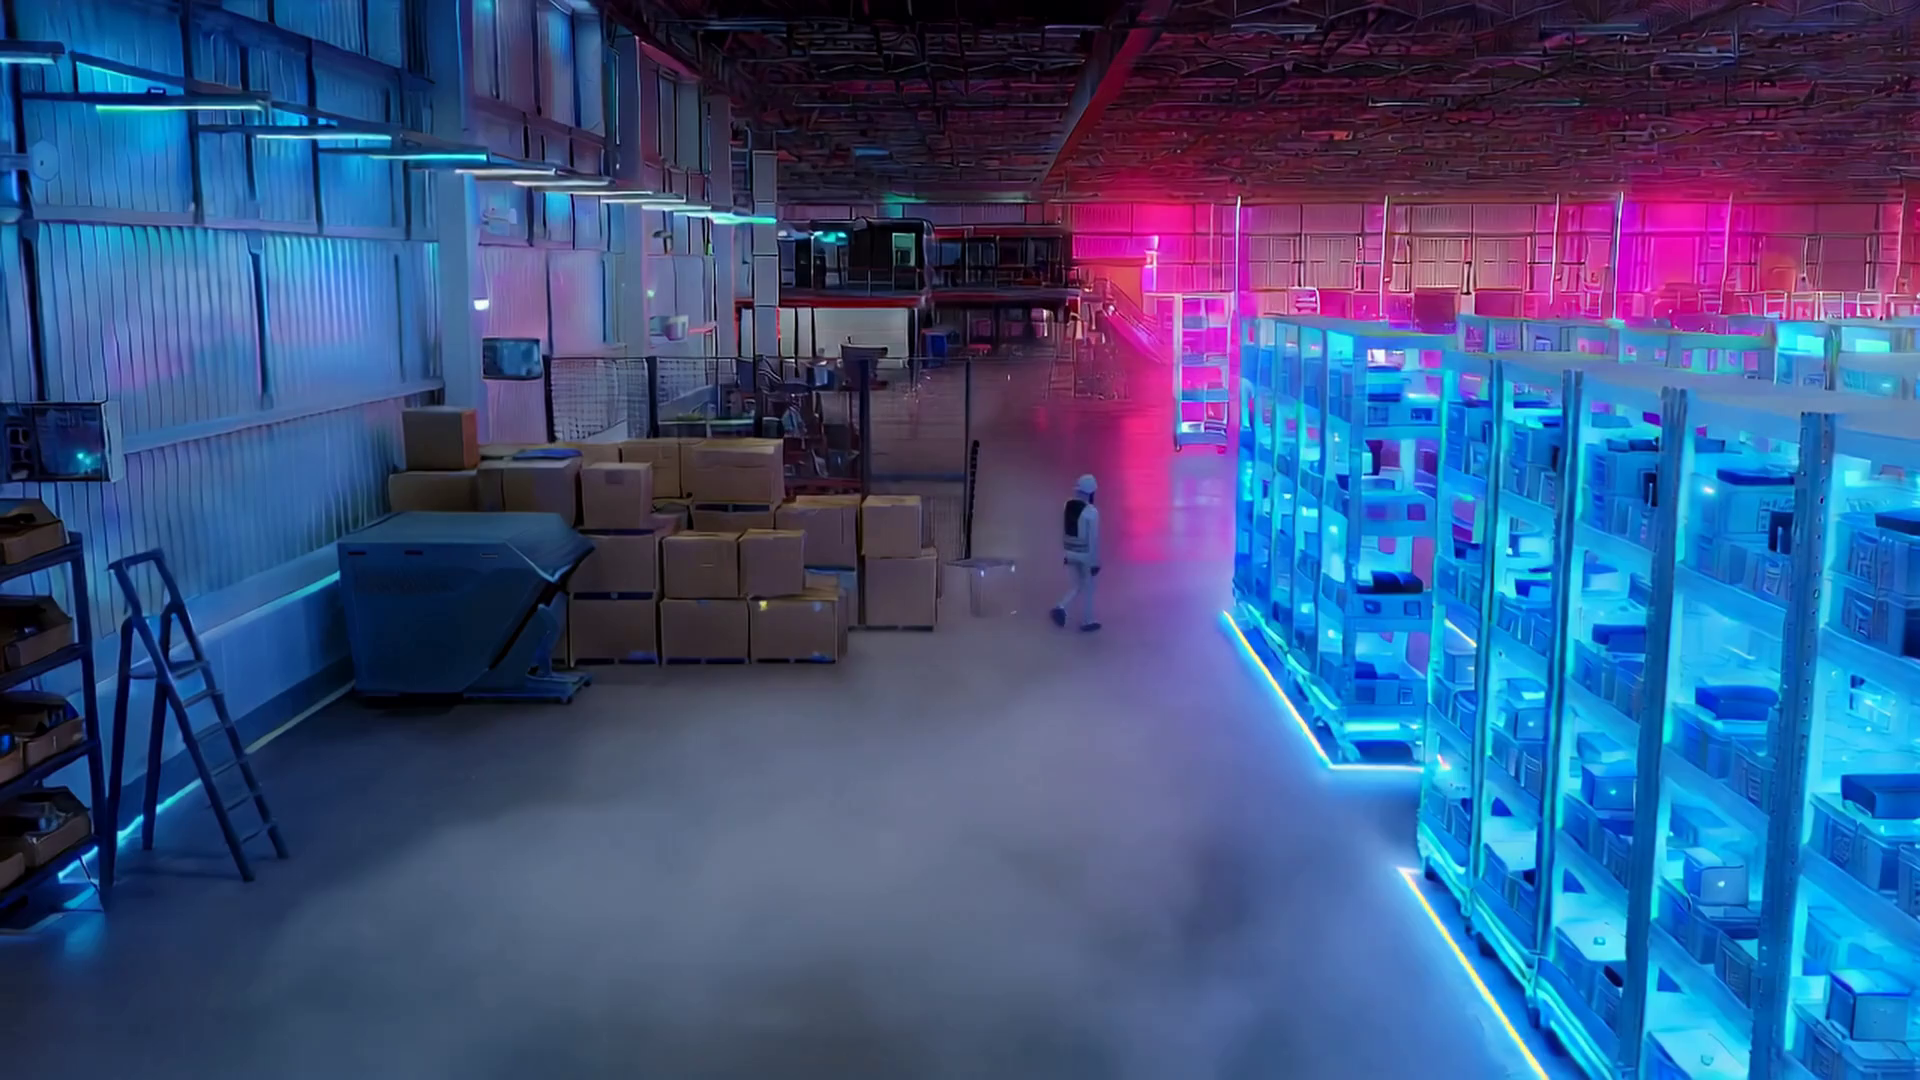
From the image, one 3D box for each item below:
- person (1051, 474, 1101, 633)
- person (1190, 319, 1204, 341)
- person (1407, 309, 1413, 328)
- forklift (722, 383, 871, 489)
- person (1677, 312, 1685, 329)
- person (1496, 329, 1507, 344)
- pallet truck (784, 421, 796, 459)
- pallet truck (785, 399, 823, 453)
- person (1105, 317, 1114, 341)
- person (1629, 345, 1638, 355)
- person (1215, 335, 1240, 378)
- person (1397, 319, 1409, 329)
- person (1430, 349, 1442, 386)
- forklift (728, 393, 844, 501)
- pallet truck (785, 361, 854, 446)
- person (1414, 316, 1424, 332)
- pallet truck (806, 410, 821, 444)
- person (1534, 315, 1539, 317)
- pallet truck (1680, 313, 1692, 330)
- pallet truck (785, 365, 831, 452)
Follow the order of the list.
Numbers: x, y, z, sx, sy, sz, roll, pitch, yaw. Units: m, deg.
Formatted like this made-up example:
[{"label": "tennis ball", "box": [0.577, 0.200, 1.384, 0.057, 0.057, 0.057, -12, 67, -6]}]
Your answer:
[{"label": "person", "box": [1.349, 0.165, 18.810, 0.519, 1.820, 0.612, -6, 11, -34]}, {"label": "person", "box": [13.864, -12.587, 97.229, 1.117, 1.918, 0.672, -4, 10, -24]}, {"label": "person", "box": [25.637, -12.206, 94.820, 0.394, 1.920, 0.584, 6, 11, 31]}, {"label": "forklift", "box": [-2.893, -1.687, 28.729, 2.680, 1.987, 1.157, 0, 9, -1]}, {"label": "person", "box": [37.632, -10.910, 86.787, 0.795, 1.928, 0.638, -6, 11, -33]}, {"label": "person", "box": [24.590, -9.097, 75.990, 0.949, 1.798, 0.656, -2, 10, -14]}, {"label": "pallet truck", "box": [-4.013, -1.793, 32.705, 1.601, 1.201, 0.680, 0, 9, 1]}, {"label": "pallet truck", "box": [-3.814, -2.432, 36.419, 1.630, 1.274, 0.653, 0, 9, 1]}, {"label": "person", "box": [8.479, -12.134, 94.299, 0.545, 1.942, 0.354, 4, 10, 23]}, {"label": "person", "box": [24.274, -6.532, 59.442, 0.535, 2.000, 0.685, -8, 12, -39]}, {"label": "person", "box": [10.319, -7.059, 63.453, 1.068, 1.812, 0.588, 2, 10, 14]}, {"label": "person", "box": [20.940, -9.573, 78.948, 0.630, 1.791, 0.945, 9, 13, 44]}, {"label": "person", "box": [15.752, -5.616, 54.755, 0.917, 1.712, 0.537, 7, 12, 37]}, {"label": "forklift", "box": [-2.979, -1.316, 26.476, 2.680, 1.987, 1.157, 0, 9, 1]}, {"label": "pallet truck", "box": [-3.410, -3.193, 38.978, 1.885, 1.965, 0.823, 0, 9, -1]}, {"label": "person", "box": [22.393, -9.974, 81.129, 0.768, 1.902, 0.450, -7, 12, -37]}, {"label": "pallet truck", "box": [-3.559, -2.018, 33.905, 1.522, 1.261, 0.704, 0, 9, -1]}, {"label": "person", "box": [28.310, -10.101, 81.772, 0.629, 1.940, 0.376, 4, 10, 21]}, {"label": "pallet truck", "box": [36.315, -10.531, 84.244, 0.823, 1.965, 1.885, -6, 11, -33]}, {"label": "pallet truck", "box": [-3.774, -2.976, 37.635, 1.885, 1.965, 0.823, 1, 9, 5]}]
